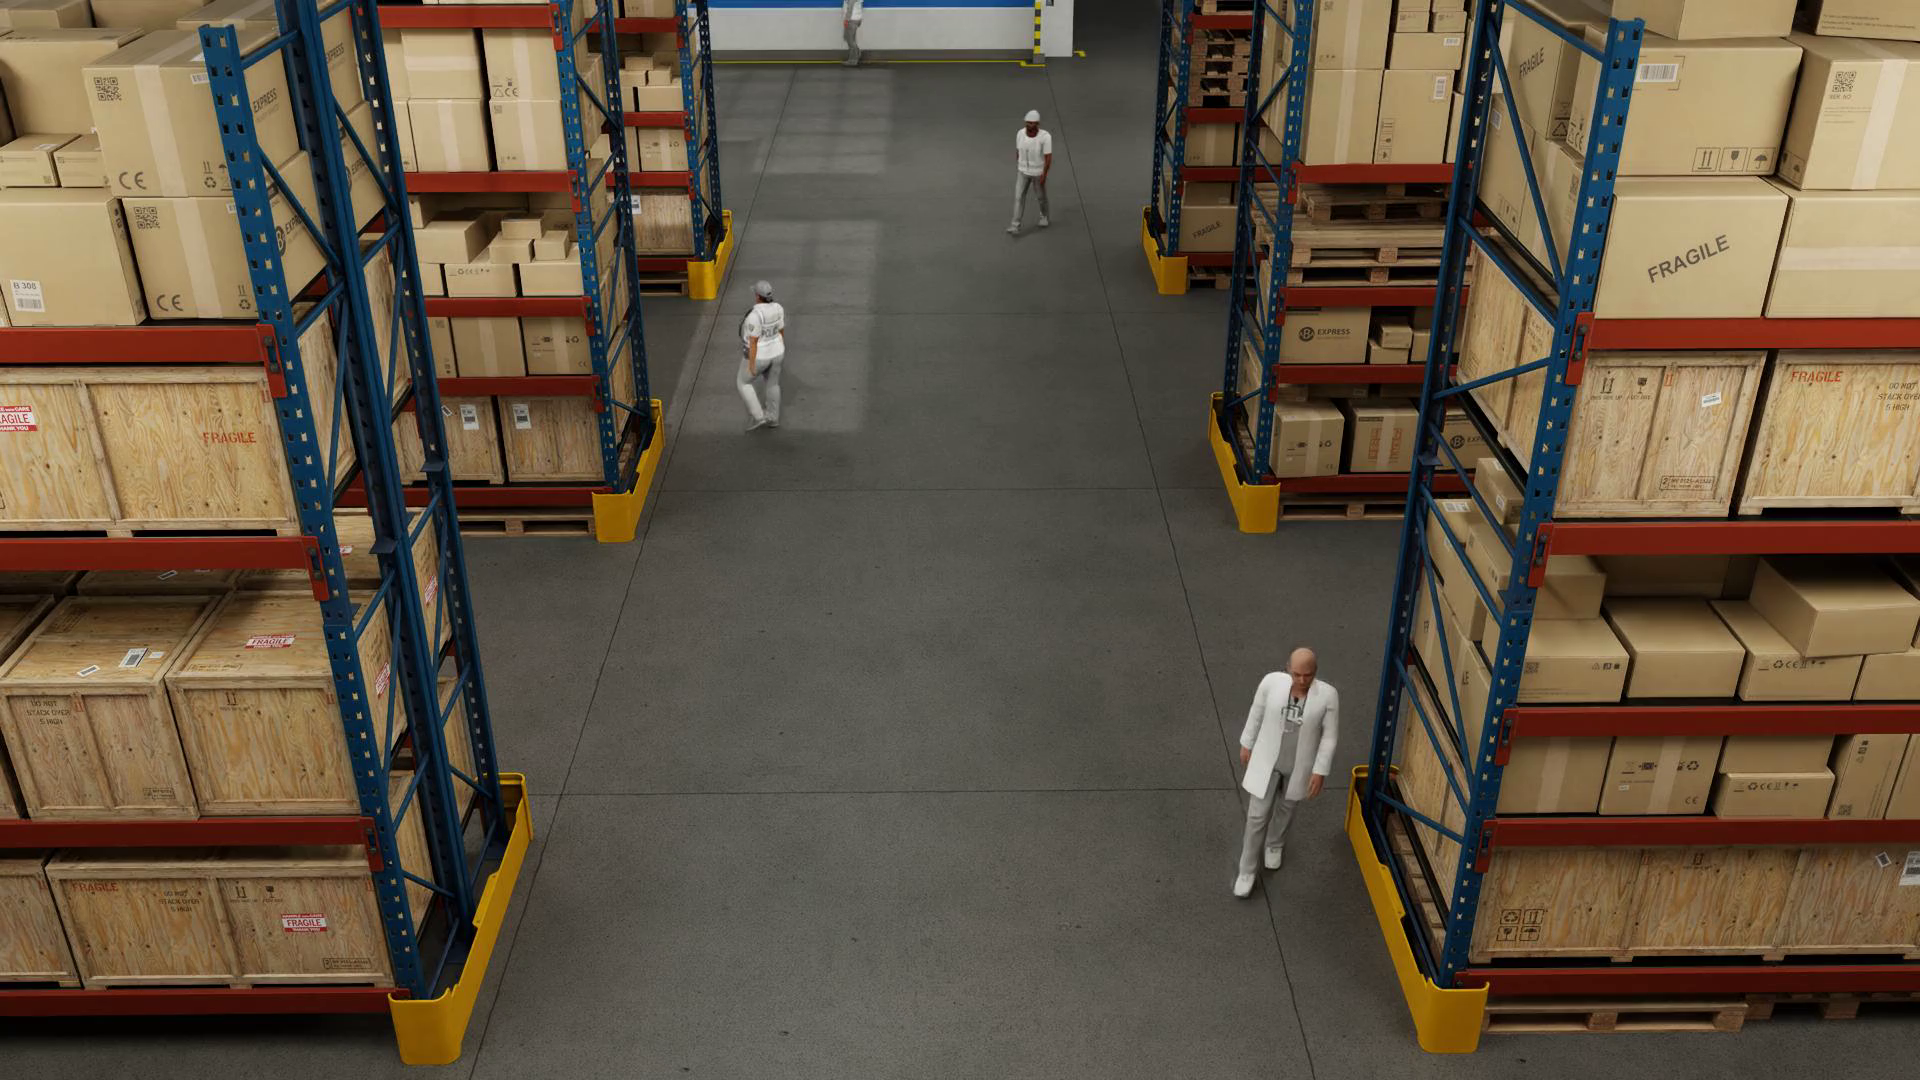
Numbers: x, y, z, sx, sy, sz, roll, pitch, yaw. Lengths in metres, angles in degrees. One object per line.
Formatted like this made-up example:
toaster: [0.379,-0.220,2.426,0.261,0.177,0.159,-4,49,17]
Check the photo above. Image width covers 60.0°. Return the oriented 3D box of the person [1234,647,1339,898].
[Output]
person: [2.160,1.520,11.031,0.635,1.768,0.780,6,29,11]

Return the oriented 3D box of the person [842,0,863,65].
person: [-2.188,-10.401,33.223,0.469,1.776,0.558,8,29,14]

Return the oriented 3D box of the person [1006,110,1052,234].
person: [1.010,-5.232,23.637,0.583,1.726,1.011,13,31,23]

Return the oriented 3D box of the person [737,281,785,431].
person: [-2.102,-1.962,17.649,0.444,1.670,0.500,24,37,37]
